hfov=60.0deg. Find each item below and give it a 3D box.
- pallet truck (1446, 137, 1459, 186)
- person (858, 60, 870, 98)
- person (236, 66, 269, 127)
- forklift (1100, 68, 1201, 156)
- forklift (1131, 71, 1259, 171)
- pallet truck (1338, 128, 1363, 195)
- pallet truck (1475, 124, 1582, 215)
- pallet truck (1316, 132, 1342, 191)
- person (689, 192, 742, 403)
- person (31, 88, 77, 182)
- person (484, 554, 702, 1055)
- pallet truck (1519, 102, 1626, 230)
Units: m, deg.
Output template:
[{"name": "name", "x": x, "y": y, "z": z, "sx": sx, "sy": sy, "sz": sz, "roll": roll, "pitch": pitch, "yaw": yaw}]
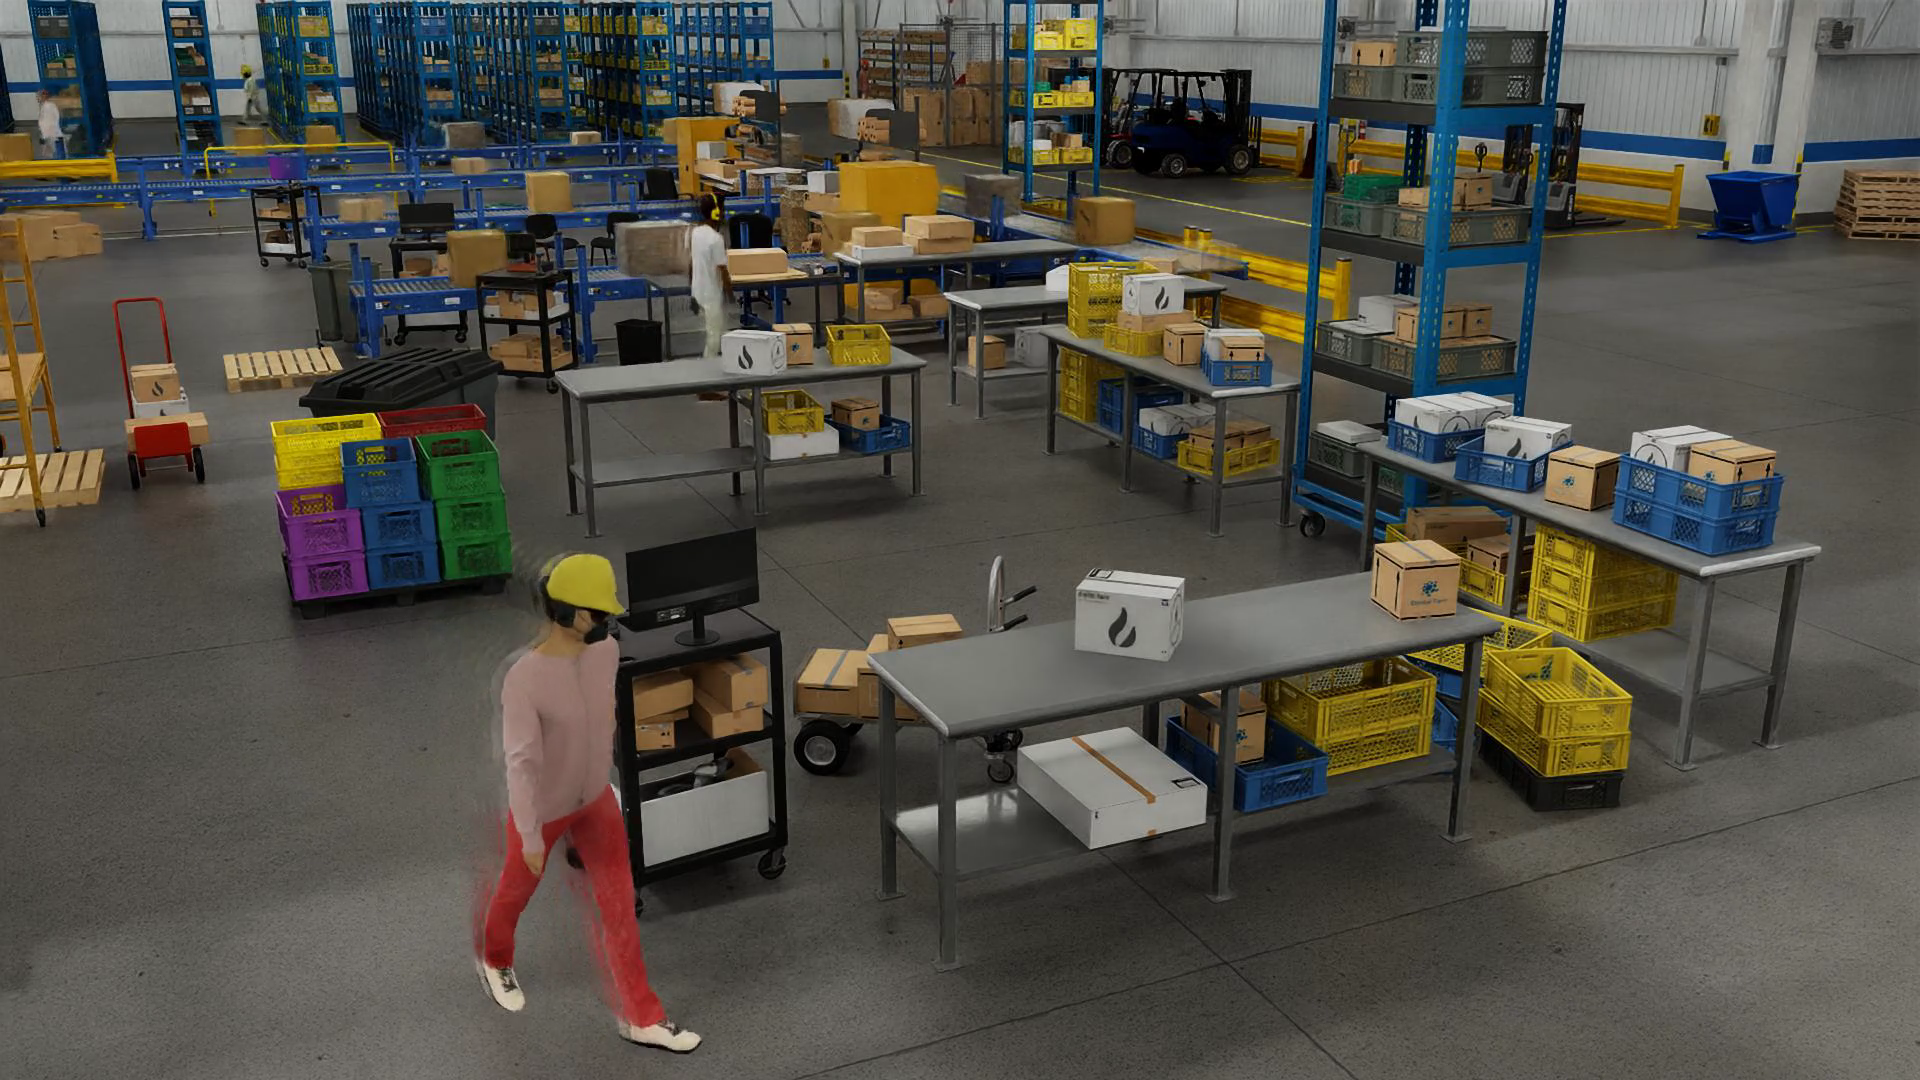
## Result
[{"name": "pallet truck", "x": 9.184, "y": -6.485, "z": 29.328, "sx": 1.630, "sy": 1.274, "sz": 0.653, "roll": -8, "pitch": 19, "yaw": -23}, {"name": "person", "x": -2.907, "y": -13.577, "z": 50.566, "sx": 0.402, "sy": 1.987, "sz": 0.609, "roll": -6, "pitch": 19, "yaw": -19}, {"name": "person", "x": -21.598, "y": -13.487, "z": 50.614, "sx": 0.941, "sy": 1.781, "sz": 0.608, "roll": -13, "pitch": 22, "yaw": -36}, {"name": "forklift", "x": 4.082, "y": -9.564, "z": 37.410, "sx": 2.680, "sy": 1.987, "sz": 1.157, "roll": -8, "pitch": 19, "yaw": -23}, {"name": "forklift", "x": 4.998, "y": -8.936, "z": 35.413, "sx": 2.680, "sy": 1.987, "sz": 1.157, "roll": -9, "pitch": 20, "yaw": -25}, {"name": "pallet truck", "x": 7.845, "y": -7.140, "z": 31.411, "sx": 1.522, "sy": 1.261, "sz": 0.704, "roll": -9, "pitch": 20, "yaw": -25}, {"name": "pallet truck", "x": 9.707, "y": -6.455, "z": 28.103, "sx": 1.885, "sy": 1.965, "sz": 0.823, "roll": -7, "pitch": 19, "yaw": -20}, {"name": "pallet truck", "x": 7.723, "y": -7.504, "z": 32.656, "sx": 1.601, "sy": 1.201, "sz": 0.680, "roll": -8, "pitch": 19, "yaw": -23}, {"name": "person", "x": -2.203, "y": -2.134, "z": 14.731, "sx": 0.434, "sy": 1.858, "sz": 0.504, "roll": -10, "pitch": 20, "yaw": -29}, {"name": "person", "x": -18.659, "y": -8.243, "z": 33.938, "sx": 0.958, "sy": 1.862, "sz": 0.667, "roll": -7, "pitch": 19, "yaw": -21}, {"name": "person", "x": -1.322, "y": 0.859, "z": 5.548, "sx": 0.943, "sy": 1.701, "sz": 0.538, "roll": 14, "pitch": 22, "yaw": 36}, {"name": "pallet truck", "x": 9.972, "y": -6.037, "z": 26.785, "sx": 1.885, "sy": 1.965, "sz": 0.823, "roll": -9, "pitch": 20, "yaw": -25}]
